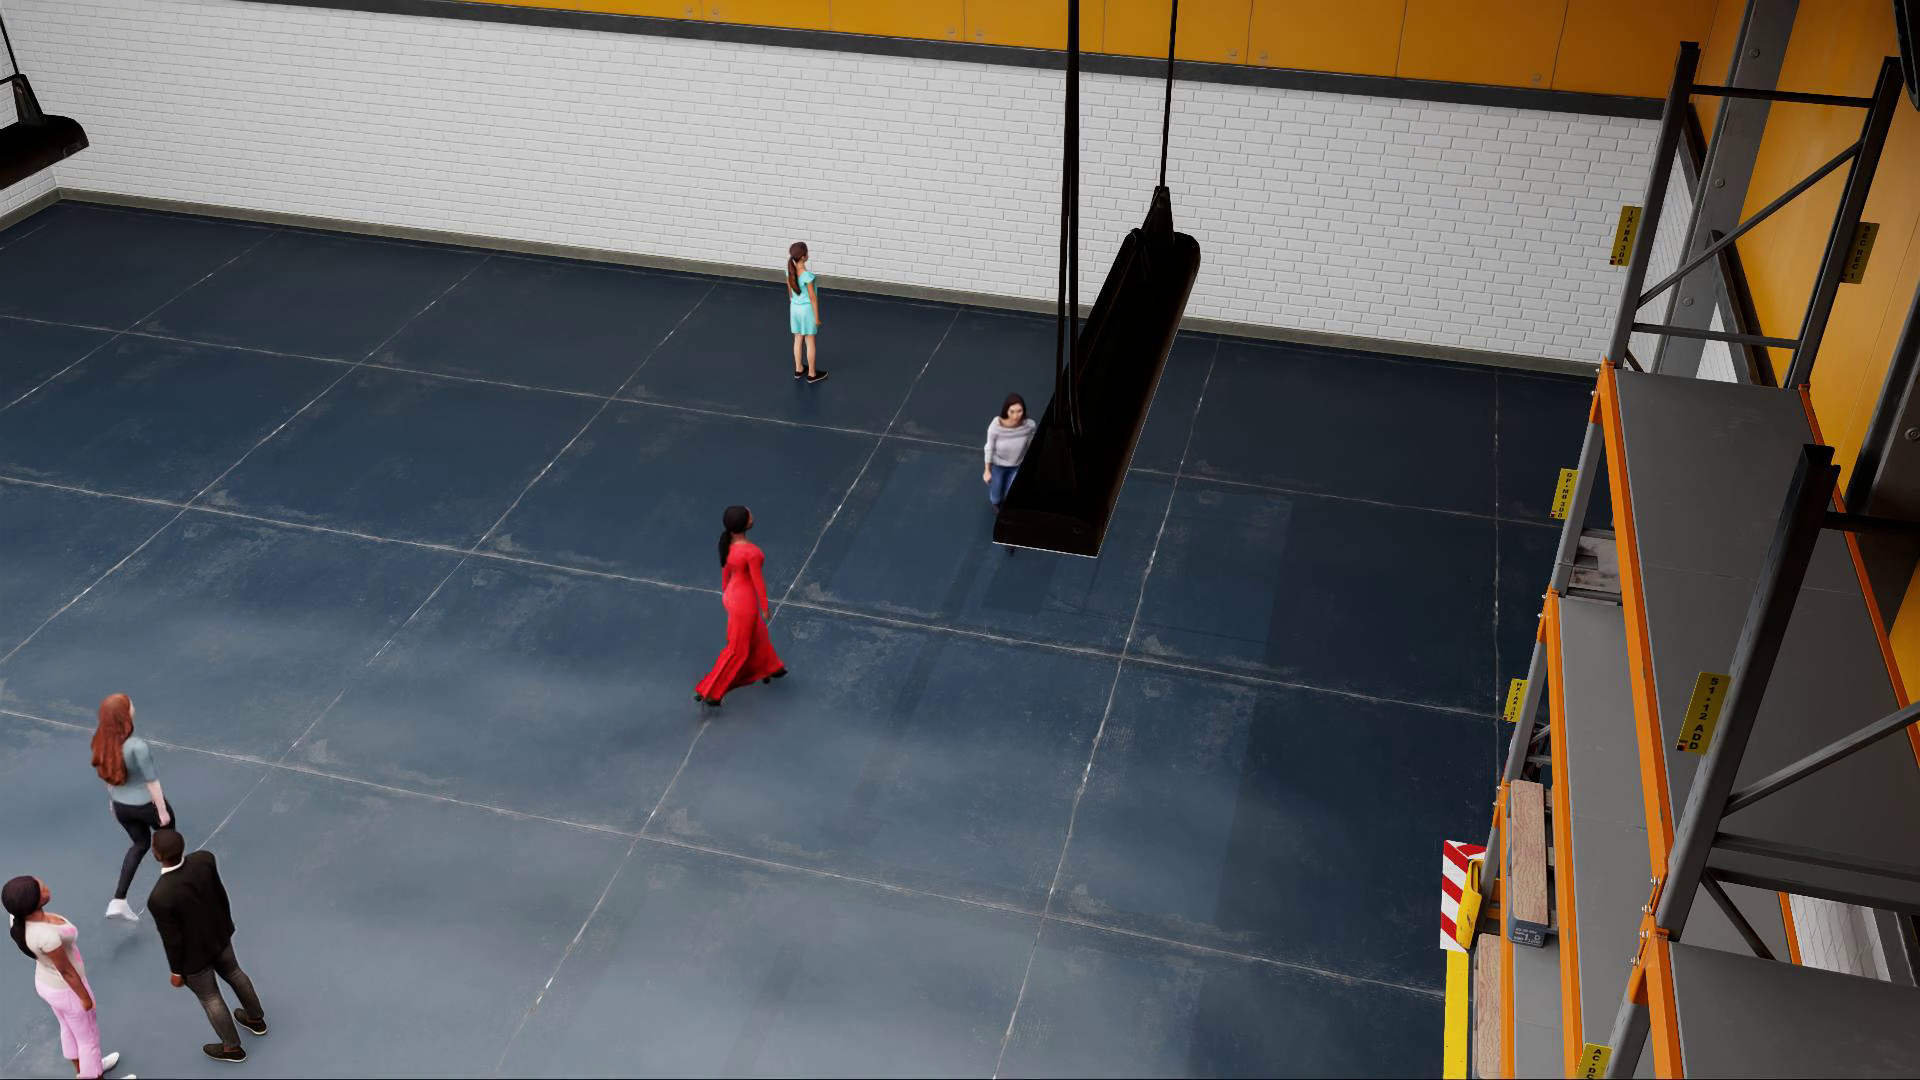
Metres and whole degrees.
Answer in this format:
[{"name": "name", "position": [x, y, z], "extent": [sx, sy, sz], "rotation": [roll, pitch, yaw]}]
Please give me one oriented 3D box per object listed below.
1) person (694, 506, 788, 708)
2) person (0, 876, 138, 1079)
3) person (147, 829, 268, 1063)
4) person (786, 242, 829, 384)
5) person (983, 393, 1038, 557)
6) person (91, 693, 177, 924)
[{"name": "person", "position": [-1.757, 0.547, 12.849], "extent": [1.165, 1.749, 1.041], "rotation": [-21, 39, -28]}, {"name": "person", "position": [-5.260, 2.618, 9.742], "extent": [0.626, 1.740, 0.622], "rotation": [21, 39, 29]}, {"name": "person", "position": [-4.549, 2.419, 9.987], "extent": [0.736, 1.800, 0.490], "rotation": [11, 35, 15]}, {"name": "person", "position": [-1.640, -2.405, 17.462], "extent": [0.630, 1.558, 0.657], "rotation": [24, 40, 31]}, {"name": "person", "position": [0.412, -0.659, 14.800], "extent": [0.823, 1.597, 1.037], "rotation": [-4, 34, -6]}, {"name": "person", "position": [-5.465, 1.817, 10.964], "extent": [0.642, 1.721, 1.010], "rotation": [12, 35, 17]}]
